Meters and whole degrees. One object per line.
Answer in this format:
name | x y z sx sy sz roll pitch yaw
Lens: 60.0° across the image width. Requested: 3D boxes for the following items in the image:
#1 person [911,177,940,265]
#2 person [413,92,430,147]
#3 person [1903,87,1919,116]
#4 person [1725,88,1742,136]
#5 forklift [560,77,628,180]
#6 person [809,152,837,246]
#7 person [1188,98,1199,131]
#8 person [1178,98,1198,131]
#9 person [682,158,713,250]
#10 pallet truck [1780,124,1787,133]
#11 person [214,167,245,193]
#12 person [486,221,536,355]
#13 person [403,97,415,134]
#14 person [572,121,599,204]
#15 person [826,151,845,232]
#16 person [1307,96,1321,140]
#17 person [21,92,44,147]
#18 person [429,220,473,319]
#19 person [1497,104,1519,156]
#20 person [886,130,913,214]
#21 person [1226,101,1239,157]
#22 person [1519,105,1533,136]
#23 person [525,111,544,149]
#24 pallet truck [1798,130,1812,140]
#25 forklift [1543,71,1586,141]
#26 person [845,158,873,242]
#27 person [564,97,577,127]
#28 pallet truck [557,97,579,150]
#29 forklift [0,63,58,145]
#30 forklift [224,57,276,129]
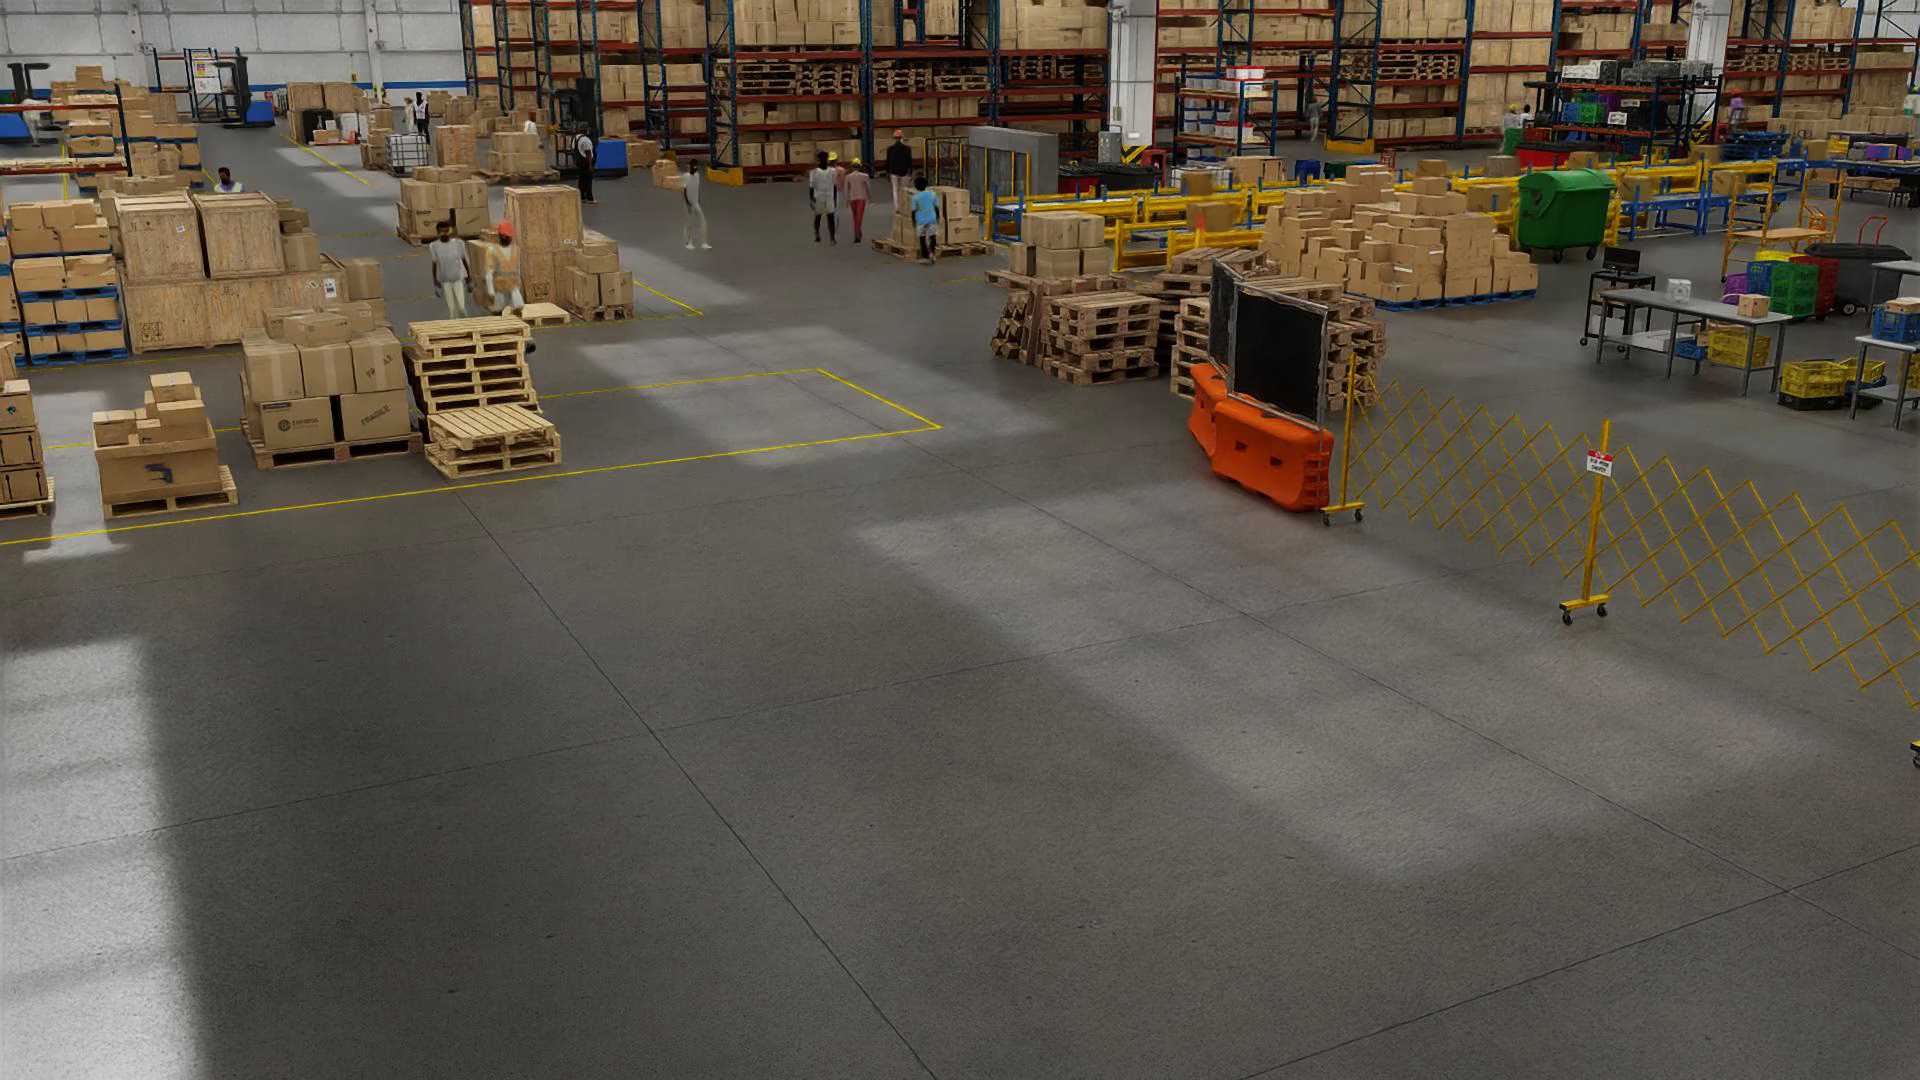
person | -0.651 -6.080 31.730 0.580 1.676 0.447 -6 19 -19
person | -18.925 -14.788 58.510 0.593 1.909 0.385 6 19 18
person | 37.768 -17.168 66.214 0.772 1.728 0.532 -8 19 -23
person | 28.319 -15.566 60.906 0.502 1.926 0.577 -5 18 -15
forklift | -10.605 -11.778 47.552 1.873 2.768 1.129 -9 20 -26
person | -2.838 -7.094 34.522 0.631 1.912 1.021 -6 19 -19
person | 9.179 -16.941 65.397 0.596 1.791 0.614 2 18 6
person | 9.126 -17.265 66.263 0.919 1.907 0.618 -4 18 -13
person | -5.353 -6.784 33.669 0.786 1.840 0.510 16 24 41
pallet truck | 25.206 -12.542 52.601 1.601 1.201 0.680 0 18 -2
person | -13.871 -6.194 31.780 0.599 1.874 0.991 -3 18 -10
person | -6.425 -3.571 23.594 0.582 1.869 1.040 -15 23 -38
person | -19.897 -15.168 60.146 0.414 1.629 0.524 -15 23 -40
person | -9.351 -9.454 41.661 0.538 2.000 0.689 -15 23 -39
person | -2.769 -7.699 36.681 0.548 1.745 0.639 4 18 13
person | 13.088 -15.590 61.471 0.562 1.612 0.446 0 18 -1
person | -32.616 -14.755 58.382 0.426 1.915 0.651 4 18 14
person | -7.367 -3.728 24.133 0.550 1.835 0.472 -3 18 -10
person | 17.475 -12.940 52.895 0.630 1.815 0.598 -10 21 -30
person | -1.438 -8.771 39.659 0.656 1.954 0.925 0 18 0
person | 8.898 -13.498 54.515 0.645 1.885 0.797 -6 19 -19
person | 18.683 -13.504 54.893 0.847 1.649 0.557 -13 22 -36
person | -12.480 -11.614 48.729 0.978 1.830 0.580 -11 21 -31
pallet truck | 25.526 -11.556 49.408 1.630 1.274 0.653 -9 20 -26
forklift | 18.685 -13.231 52.085 1.873 2.768 1.129 -9 20 -26
person | -2.157 -7.181 35.109 0.531 1.712 0.948 4 18 12
person | -14.388 -15.680 61.404 0.430 1.839 0.619 9 20 26
pallet truck | -13.495 -14.412 57.188 0.823 1.965 1.885 -3 18 -9
forklift | -33.566 -15.610 59.499 1.873 2.768 1.129 -9 20 -26
forklift | -28.862 -18.068 67.164 1.873 2.768 1.129 -9 20 -26
